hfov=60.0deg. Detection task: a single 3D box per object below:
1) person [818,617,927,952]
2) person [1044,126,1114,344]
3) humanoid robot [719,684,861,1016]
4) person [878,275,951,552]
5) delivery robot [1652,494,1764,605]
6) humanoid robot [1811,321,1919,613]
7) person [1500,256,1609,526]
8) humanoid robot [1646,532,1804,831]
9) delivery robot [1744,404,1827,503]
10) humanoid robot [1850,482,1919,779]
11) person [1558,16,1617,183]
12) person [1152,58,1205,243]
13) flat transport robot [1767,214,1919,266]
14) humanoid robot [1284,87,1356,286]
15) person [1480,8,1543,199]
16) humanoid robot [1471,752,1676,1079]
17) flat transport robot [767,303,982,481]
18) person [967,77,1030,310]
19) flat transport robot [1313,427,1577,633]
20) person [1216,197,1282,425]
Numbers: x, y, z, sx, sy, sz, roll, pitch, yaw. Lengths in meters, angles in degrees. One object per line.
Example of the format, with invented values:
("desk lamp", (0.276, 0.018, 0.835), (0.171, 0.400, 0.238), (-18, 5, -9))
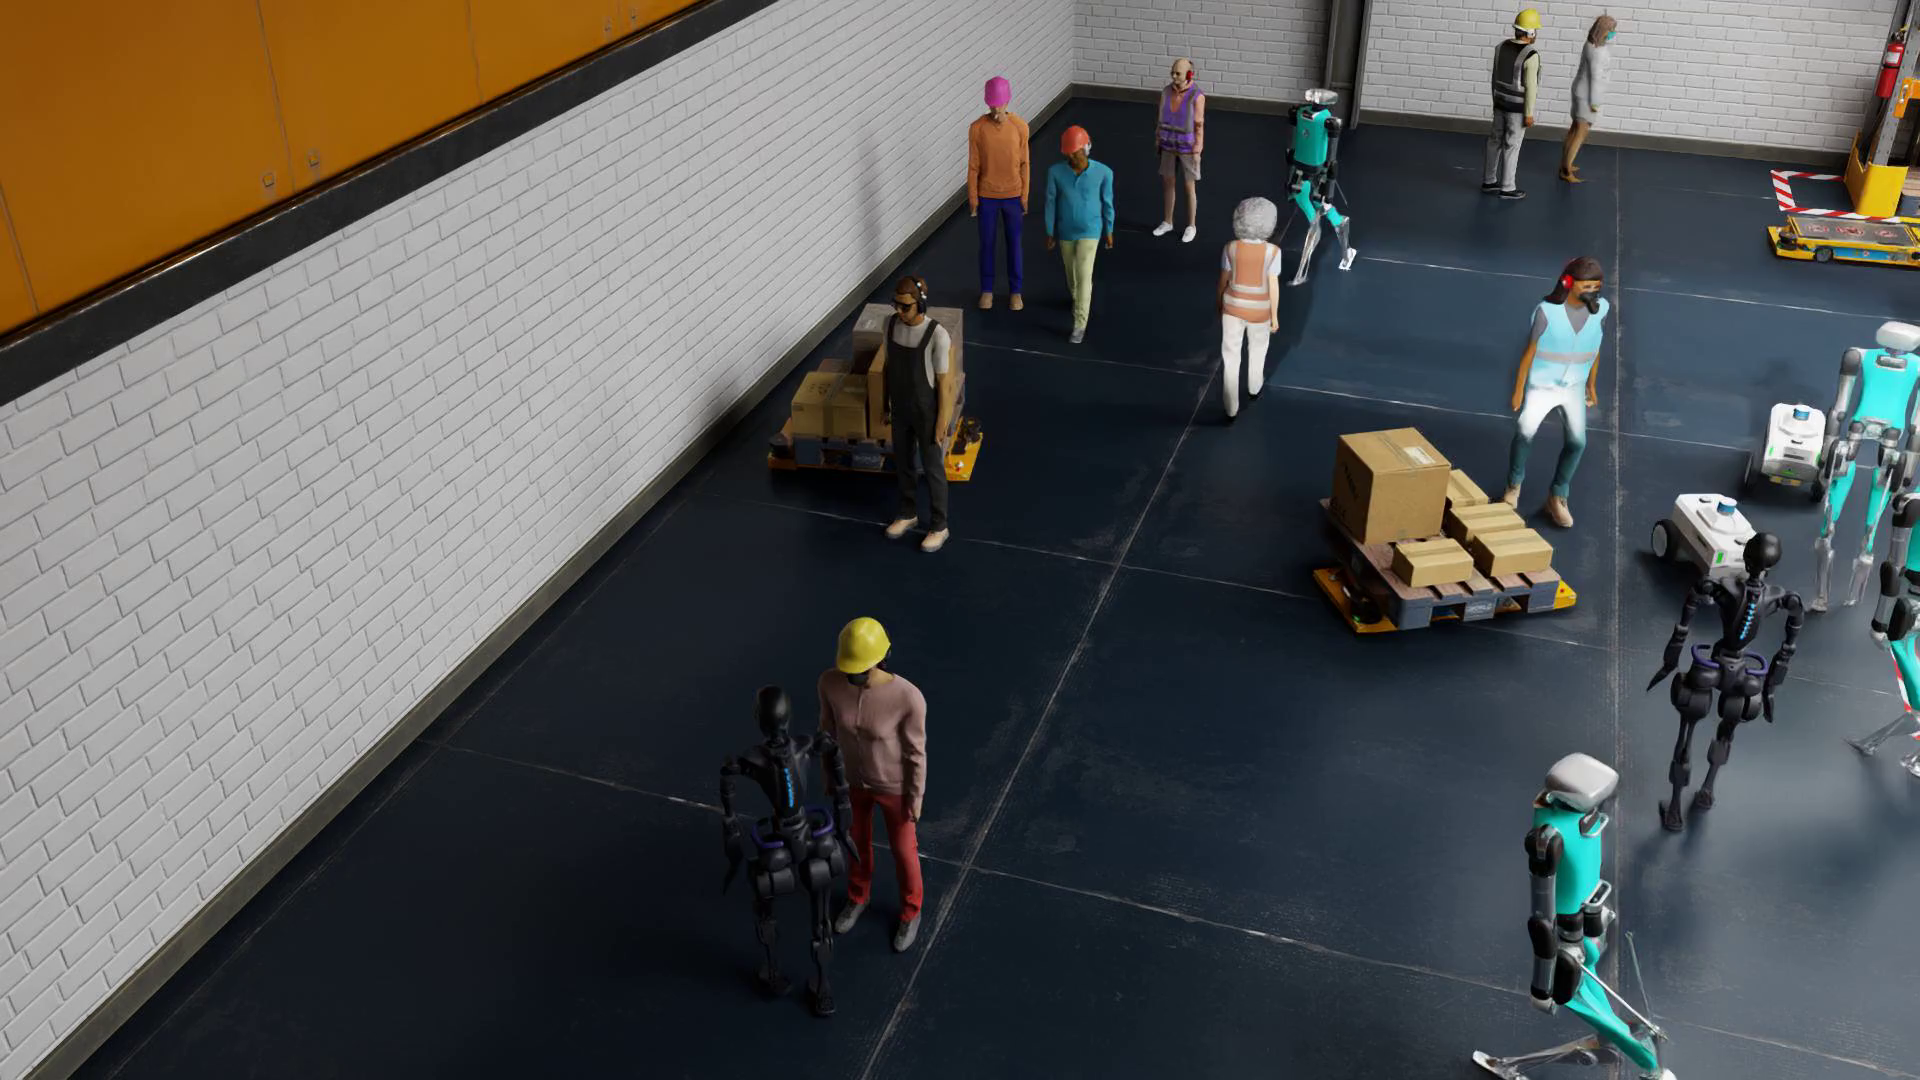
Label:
("person", (-0.385, 1.078, 7.326), (0.514, 1.754, 0.354), (12, 32, 19))
("person", (0.963, -2.552, 13.553), (0.566, 1.698, 0.894), (7, 31, 13))
("humanoid robot", (-0.708, 1.308, 7.011), (0.601, 1.646, 0.383), (-11, 32, -17))
("person", (-0.286, -0.808, 10.452), (0.504, 1.838, 0.328), (21, 36, 31))
("delivery robot", (4.693, 0.012, 10.341), (0.499, 0.612, 0.801), (-1, 30, -1))
("humanoid robot", (5.270, -0.342, 9.781), (0.553, 1.769, 0.831), (20, 36, 30))
("person", (3.859, -0.957, 10.715), (0.568, 1.838, 0.639), (-1, 30, -2))
("humanoid robot", (3.680, 0.679, 8.080), (0.584, 1.652, 0.360), (8, 31, 14))
("delivery robot", (5.719, -0.645, 11.423), (0.499, 0.577, 0.769), (13, 33, 21))
("humanoid robot", (4.946, 0.481, 8.371), (0.545, 1.787, 0.724), (-8, 31, -13))
("person", (6.387, -4.486, 16.892), (0.342, 1.652, 0.564), (5, 31, 8))
("person", (2.026, -3.604, 15.363), (0.490, 1.684, 0.360), (20, 36, 30))
("flat transport robot", (8.232, -2.728, 15.266), (1.431, 0.231, 0.659), (8, 31, 13))
("humanoid robot", (3.231, -3.098, 14.469), (0.938, 1.784, 0.551), (-23, 37, -34))
("person", (5.463, -4.295, 16.386), (0.403, 1.836, 0.587), (-12, 32, -19))
("humanoid robot", (2.537, 1.690, 6.338), (0.983, 1.758, 0.540), (23, 37, 34))
("flat transport robot", (-0.593, -0.684, 11.788), (1.431, 0.231, 0.659), (4, 31, 8))
("person", (0.320, -2.878, 13.850), (0.519, 1.972, 0.404), (0, 30, 0))
("flat transport robot", (2.967, 0.250, 10.200), (1.431, 0.231, 0.659), (-7, 31, -11))
("person", (2.115, -1.719, 12.162), (0.472, 1.655, 0.763), (7, 31, 12))
